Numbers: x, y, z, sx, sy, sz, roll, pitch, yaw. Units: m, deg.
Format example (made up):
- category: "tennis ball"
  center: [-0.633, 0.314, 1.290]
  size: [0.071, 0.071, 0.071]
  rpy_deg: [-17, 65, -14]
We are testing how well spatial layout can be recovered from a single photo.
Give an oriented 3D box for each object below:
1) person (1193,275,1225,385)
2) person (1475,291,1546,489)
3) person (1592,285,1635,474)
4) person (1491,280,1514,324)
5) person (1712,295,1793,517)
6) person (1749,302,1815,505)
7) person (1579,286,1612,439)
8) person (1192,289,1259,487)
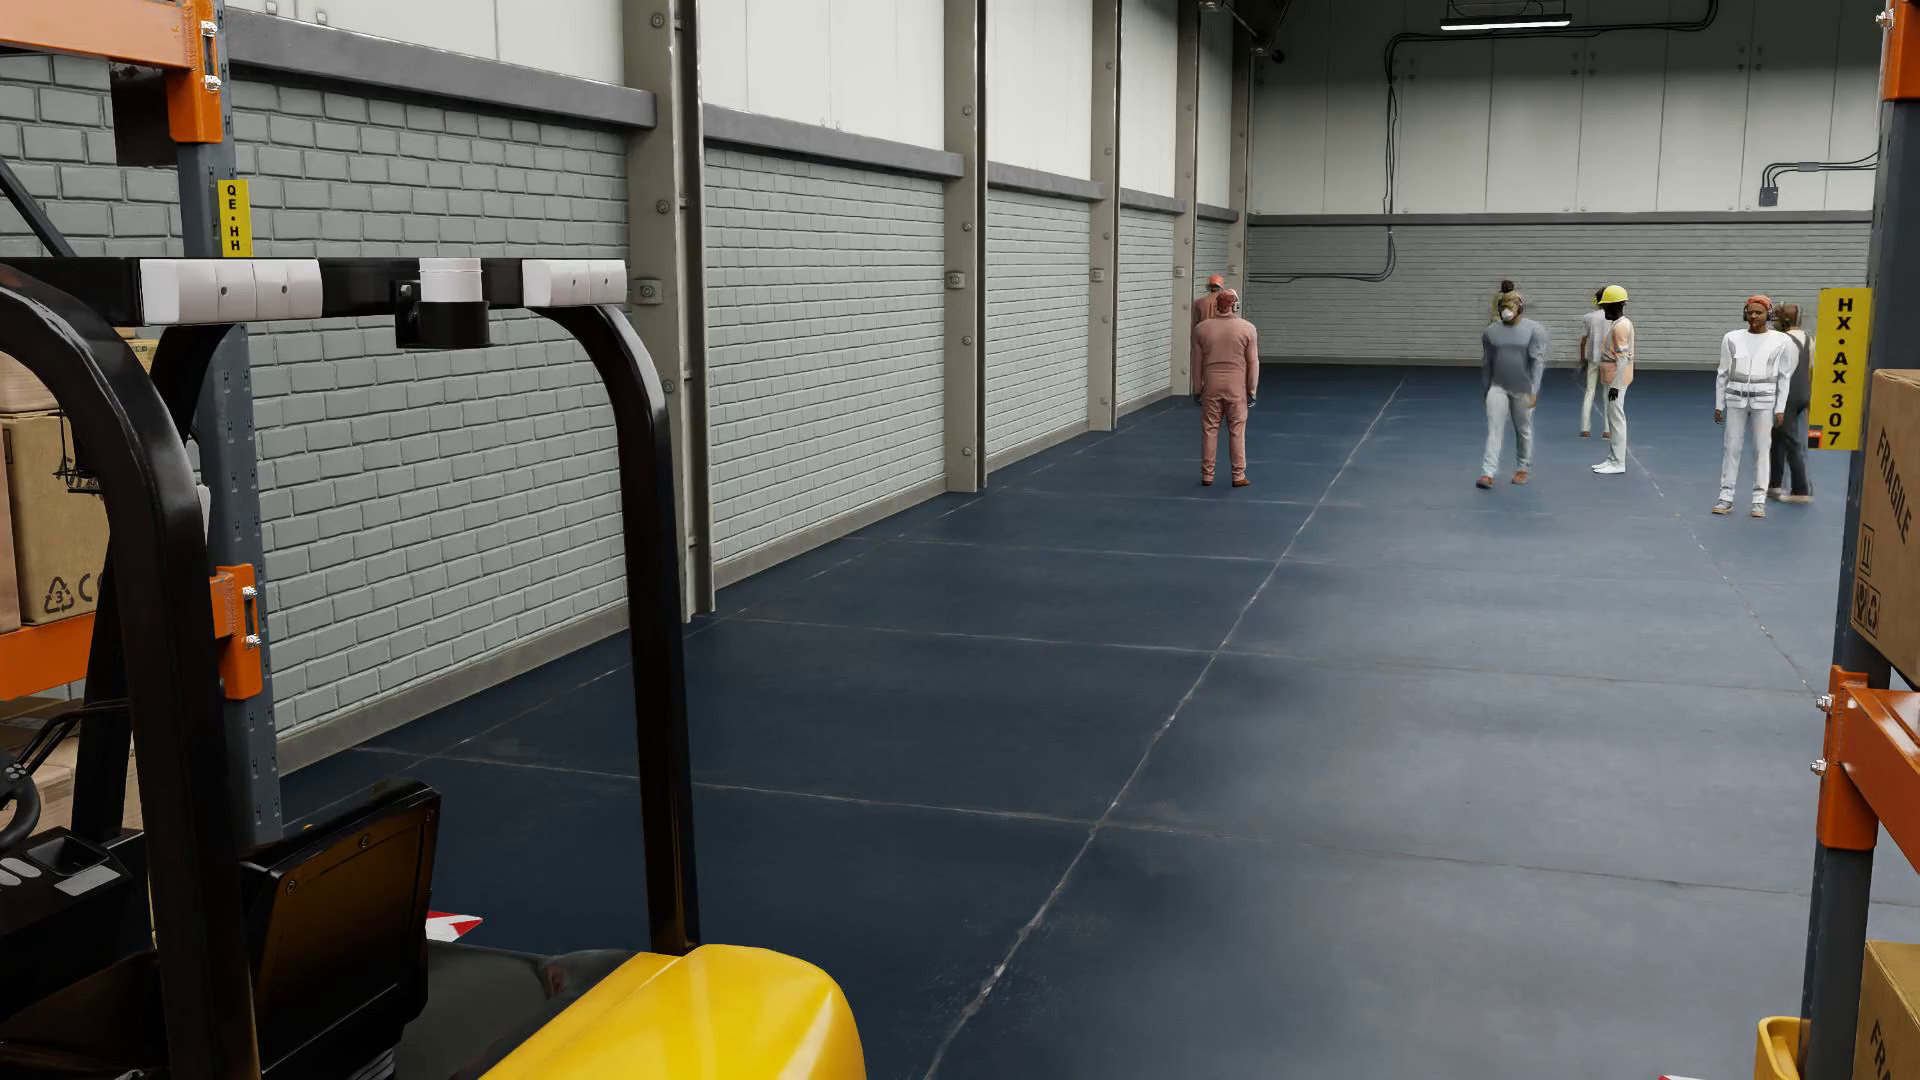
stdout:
- category: "person"
  center: [3.830, -3.007, 25.094]
  size: [0.630, 1.946, 0.973]
  rpy_deg: [3, 10, 19]
- category: "person"
  center: [5.278, -1.433, 15.953]
  size: [0.640, 1.892, 1.017]
  rpy_deg: [7, 12, 35]
- category: "person"
  center: [6.687, -1.636, 17.025]
  size: [0.381, 1.923, 0.591]
  rpy_deg: [3, 10, 19]
- category: "person"
  center: [10.531, -4.136, 32.311]
  size: [0.433, 1.800, 0.809]
  rpy_deg: [1, 10, 9]
- category: "person"
  center: [6.749, -1.140, 14.202]
  size: [0.575, 1.883, 0.355]
  rpy_deg: [7, 12, 35]
- category: "person"
  center: [7.380, -1.234, 14.980]
  size: [0.519, 1.800, 0.800]
  rpy_deg: [-5, 11, -28]
- category: "person"
  center: [7.854, -2.165, 20.356]
  size: [0.522, 1.867, 0.313]
  rpy_deg: [7, 12, 36]
- category: "person"
  center: [2.559, -1.458, 16.022]
  size: [0.648, 1.907, 0.409]
  rpy_deg: [3, 10, 19]
